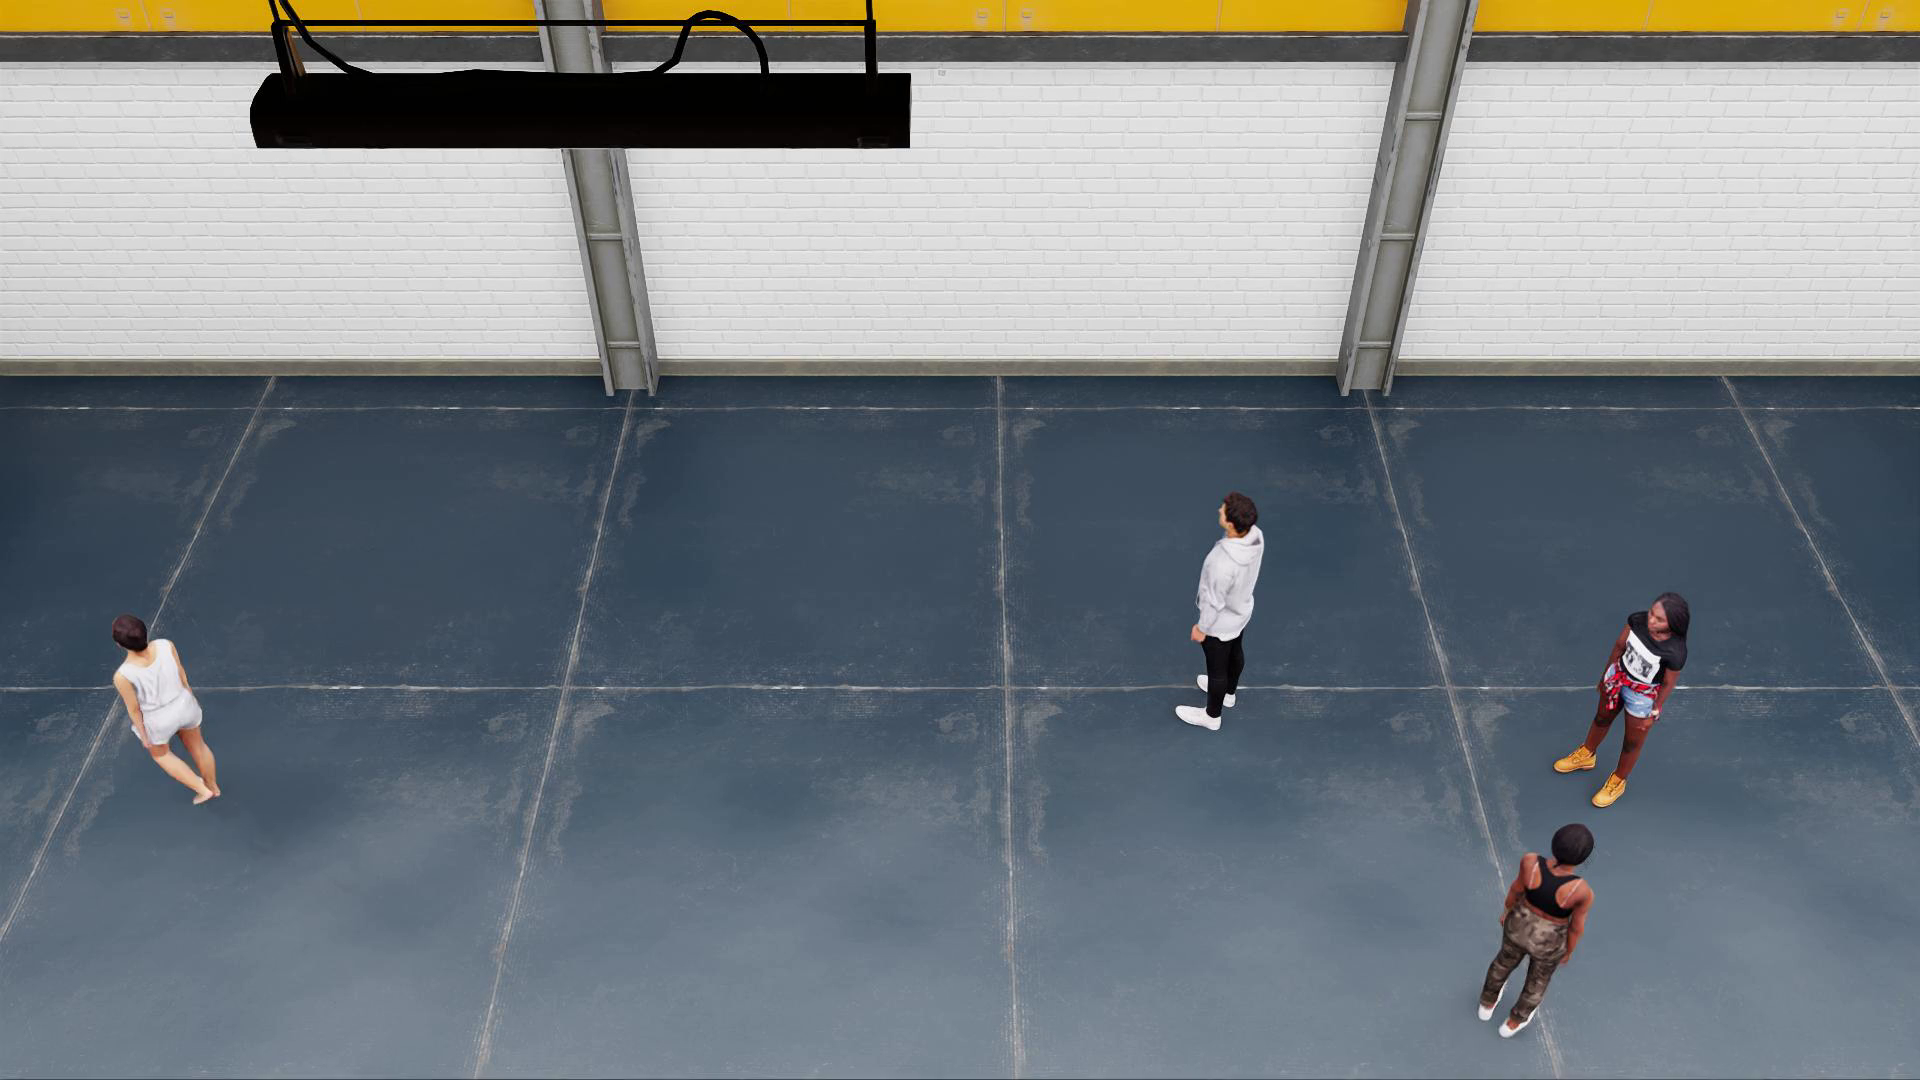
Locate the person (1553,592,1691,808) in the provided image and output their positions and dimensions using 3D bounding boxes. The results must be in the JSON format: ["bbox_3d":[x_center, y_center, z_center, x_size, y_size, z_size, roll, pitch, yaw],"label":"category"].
[{"bbox_3d":[4.087,0.933,10.104,0.739,1.728,0.714,-20,47,-20],"label":"person"}]

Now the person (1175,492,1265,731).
[{"bbox_3d":[1.687,0.448,10.467,0.791,1.930,0.778,24,49,23],"label":"person"}]

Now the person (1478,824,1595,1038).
[{"bbox_3d":[3.075,2.114,8.893,0.666,1.688,0.731,33,53,30],"label":"person"}]

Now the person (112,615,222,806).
[{"bbox_3d":[-4.745,1.079,10.045,0.729,1.598,0.686,25,49,24],"label":"person"}]
